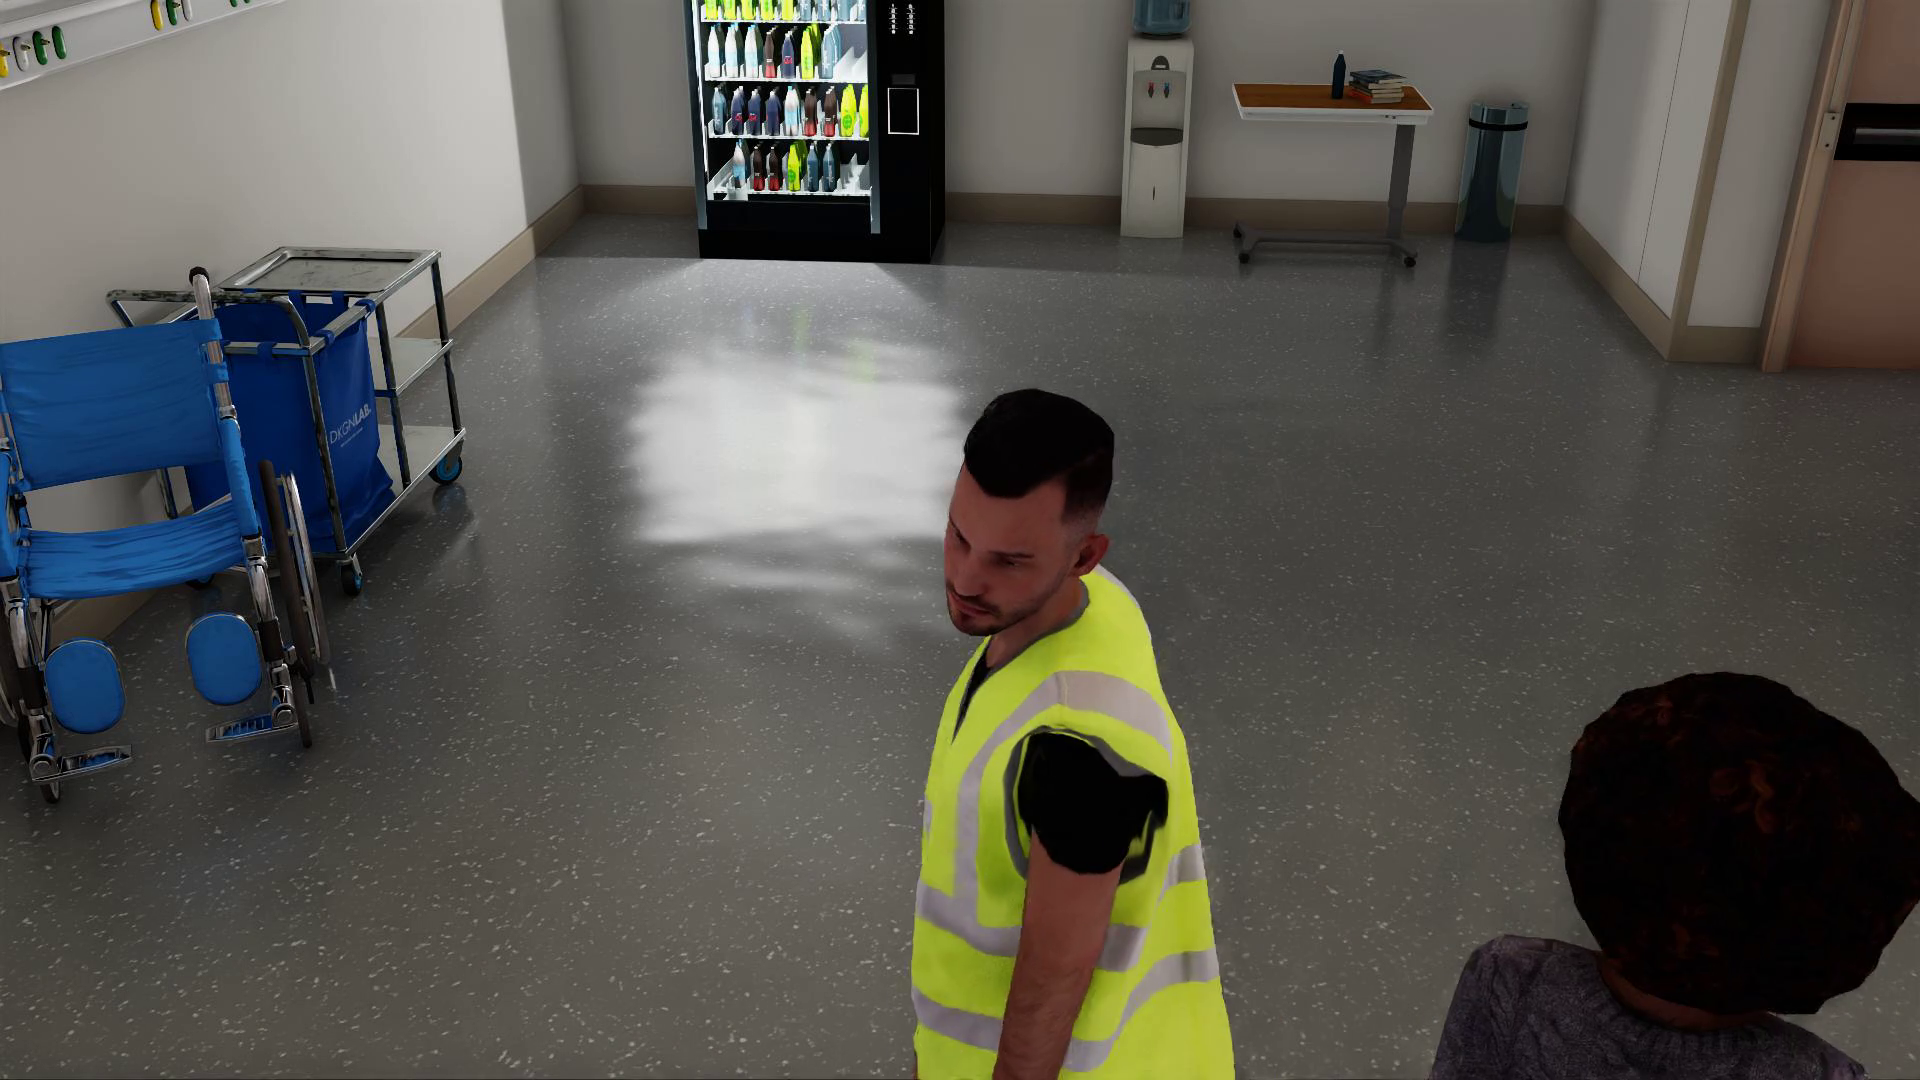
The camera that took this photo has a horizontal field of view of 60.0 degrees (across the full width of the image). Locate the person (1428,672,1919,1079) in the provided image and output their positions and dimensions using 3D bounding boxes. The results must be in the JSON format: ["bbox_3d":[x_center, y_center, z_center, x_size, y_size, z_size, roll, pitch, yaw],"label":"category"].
[{"bbox_3d":[0.626,0.949,1.737,0.873,1.698,0.876,16,30,29],"label":"person"}]

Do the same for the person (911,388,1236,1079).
[{"bbox_3d":[0.139,0.672,2.185,0.955,1.807,0.743,3,26,7],"label":"person"}]
